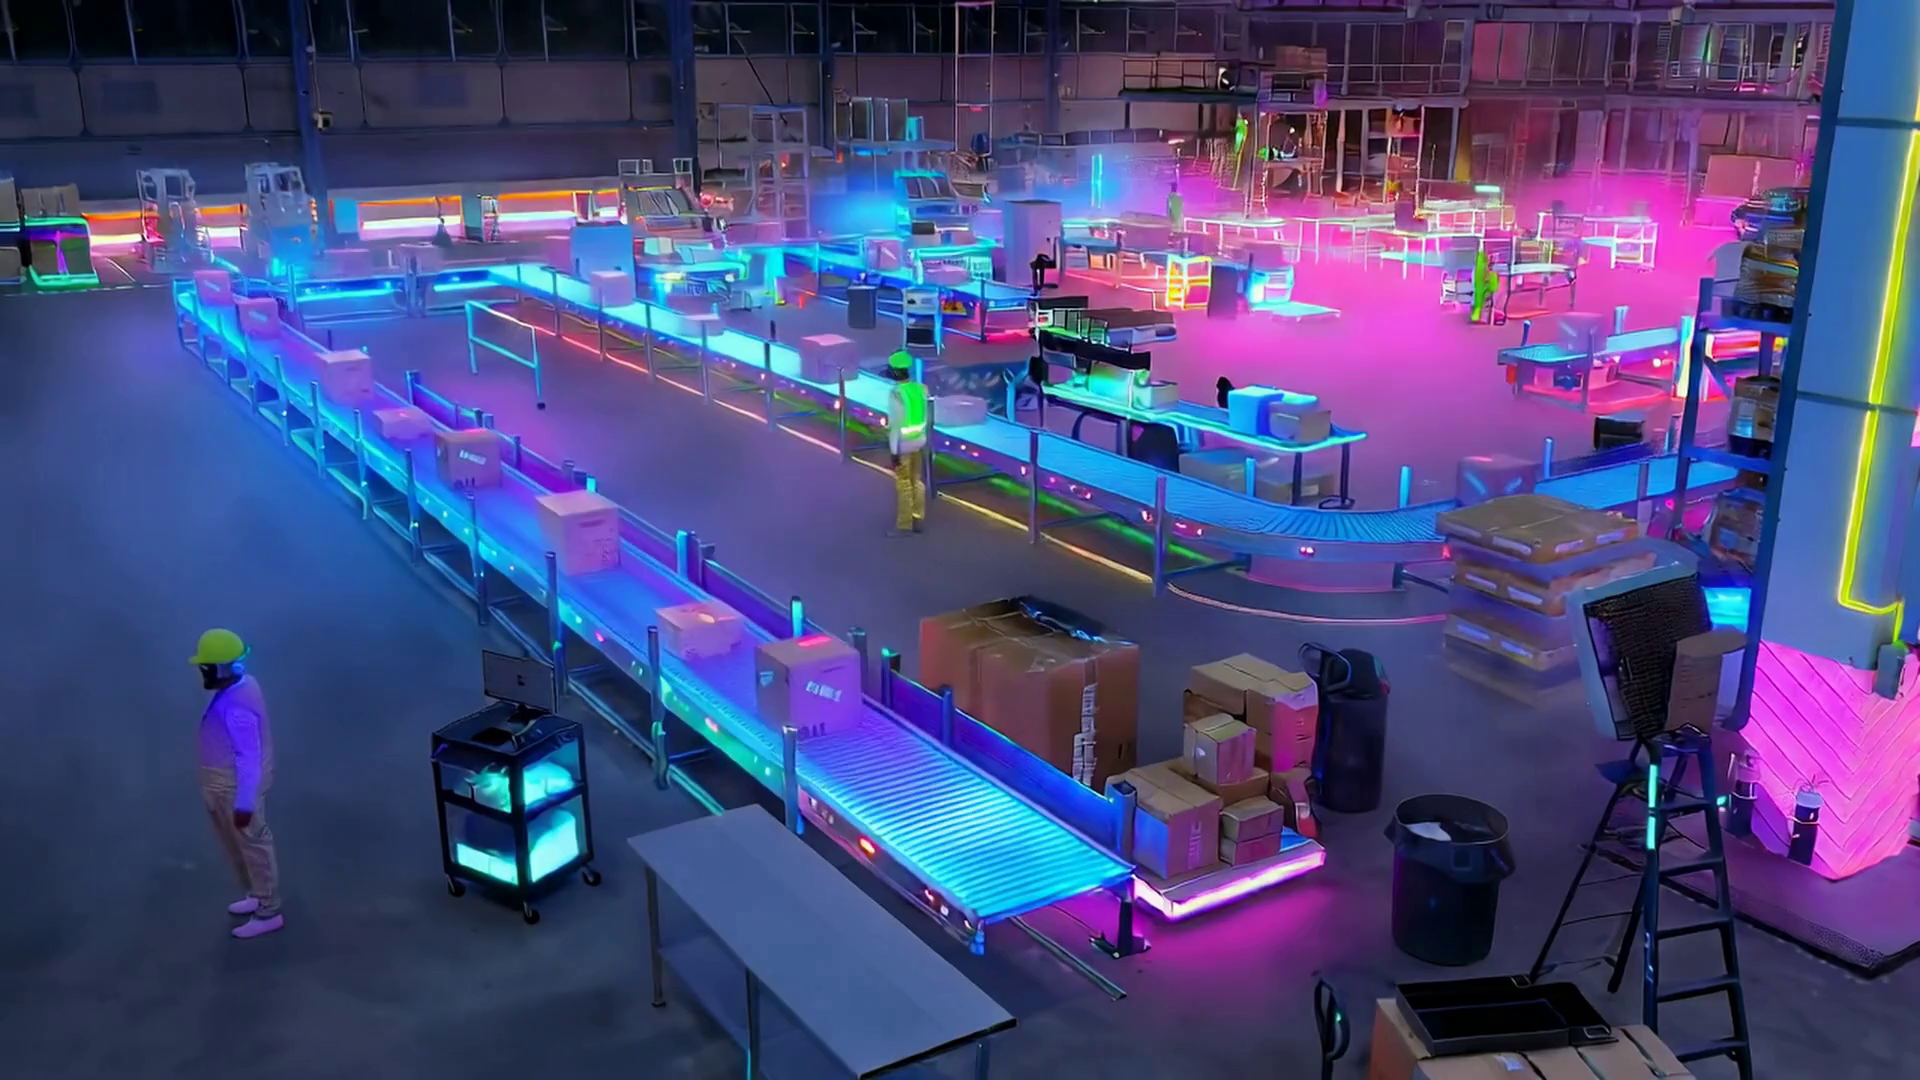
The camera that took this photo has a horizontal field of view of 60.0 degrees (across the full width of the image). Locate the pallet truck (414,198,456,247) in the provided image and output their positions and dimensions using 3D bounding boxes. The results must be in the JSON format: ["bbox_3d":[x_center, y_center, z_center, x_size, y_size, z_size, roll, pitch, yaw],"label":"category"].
[{"bbox_3d":[-13.250,-8.060,41.856,0.680,1.201,1.601,-10,20,-31],"label":"pallet truck"}]

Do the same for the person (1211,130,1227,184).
[{"bbox_3d":[9.294,-13.738,59.628,0.579,1.882,0.342,7,18,22],"label":"person"}]

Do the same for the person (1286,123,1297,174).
[{"bbox_3d":[12.705,-15.013,63.813,0.408,1.918,0.623,5,17,16],"label":"person"}]

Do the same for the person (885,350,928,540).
[{"bbox_3d":[-0.558,-0.974,17.042,0.394,1.949,0.602,10,19,30],"label":"person"}]

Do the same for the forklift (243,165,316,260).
[{"bbox_3d":[-15.898,-7.669,38.708,1.157,1.987,2.680,-11,20,-33],"label":"forklift"}]

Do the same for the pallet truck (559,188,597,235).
[{"bbox_3d":[-10.010,-8.652,43.699,0.653,1.274,1.630,-10,20,-31],"label":"pallet truck"}]

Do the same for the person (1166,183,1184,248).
[{"bbox_3d":[4.962,-7.264,38.179,0.524,1.839,0.835,-8,19,-26],"label":"person"}]

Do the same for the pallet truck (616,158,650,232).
[{"bbox_3d":[-8.918,-9.176,44.255,0.823,1.965,1.885,-9,19,-27],"label":"pallet truck"}]

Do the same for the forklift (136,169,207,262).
[{"bbox_3d":[-17.842,-7.318,37.559,1.157,1.987,2.680,-10,20,-31],"label":"forklift"}]

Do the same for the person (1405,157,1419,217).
[{"bbox_3d":[13.003,-10.151,47.915,0.531,1.754,0.406,-6,18,-20],"label":"person"}]

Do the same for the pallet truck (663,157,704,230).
[{"bbox_3d":[-7.586,-9.308,44.692,0.823,1.965,1.885,-11,20,-33],"label":"pallet truck"}]

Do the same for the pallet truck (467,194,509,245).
[{"bbox_3d":[-11.983,-8.177,42.137,0.704,1.261,1.522,-11,20,-33],"label":"pallet truck"}]

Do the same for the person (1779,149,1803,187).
[{"bbox_3d":[23.438,-10.068,47.147,0.693,2.000,0.745,-5,17,-16],"label":"person"}]

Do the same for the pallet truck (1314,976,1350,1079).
[{"bbox_3d":[2.299,2.390,7.086,1.601,1.201,0.680,-2,17,-7],"label":"pallet truck"}]

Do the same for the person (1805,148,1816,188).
[{"bbox_3d":[25.170,-10.602,49.101,0.547,1.938,0.377,-12,21,-36],"label":"person"}]

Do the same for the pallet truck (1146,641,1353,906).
[{"bbox_3d":[1.664,1.407,10.232,1.630,1.274,0.653,-10,20,-31],"label":"pallet truck"}]

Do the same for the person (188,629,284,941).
[{"bbox_3d":[-4.095,1.371,9.439,0.404,1.831,0.601,-8,18,-24],"label":"person"}]
